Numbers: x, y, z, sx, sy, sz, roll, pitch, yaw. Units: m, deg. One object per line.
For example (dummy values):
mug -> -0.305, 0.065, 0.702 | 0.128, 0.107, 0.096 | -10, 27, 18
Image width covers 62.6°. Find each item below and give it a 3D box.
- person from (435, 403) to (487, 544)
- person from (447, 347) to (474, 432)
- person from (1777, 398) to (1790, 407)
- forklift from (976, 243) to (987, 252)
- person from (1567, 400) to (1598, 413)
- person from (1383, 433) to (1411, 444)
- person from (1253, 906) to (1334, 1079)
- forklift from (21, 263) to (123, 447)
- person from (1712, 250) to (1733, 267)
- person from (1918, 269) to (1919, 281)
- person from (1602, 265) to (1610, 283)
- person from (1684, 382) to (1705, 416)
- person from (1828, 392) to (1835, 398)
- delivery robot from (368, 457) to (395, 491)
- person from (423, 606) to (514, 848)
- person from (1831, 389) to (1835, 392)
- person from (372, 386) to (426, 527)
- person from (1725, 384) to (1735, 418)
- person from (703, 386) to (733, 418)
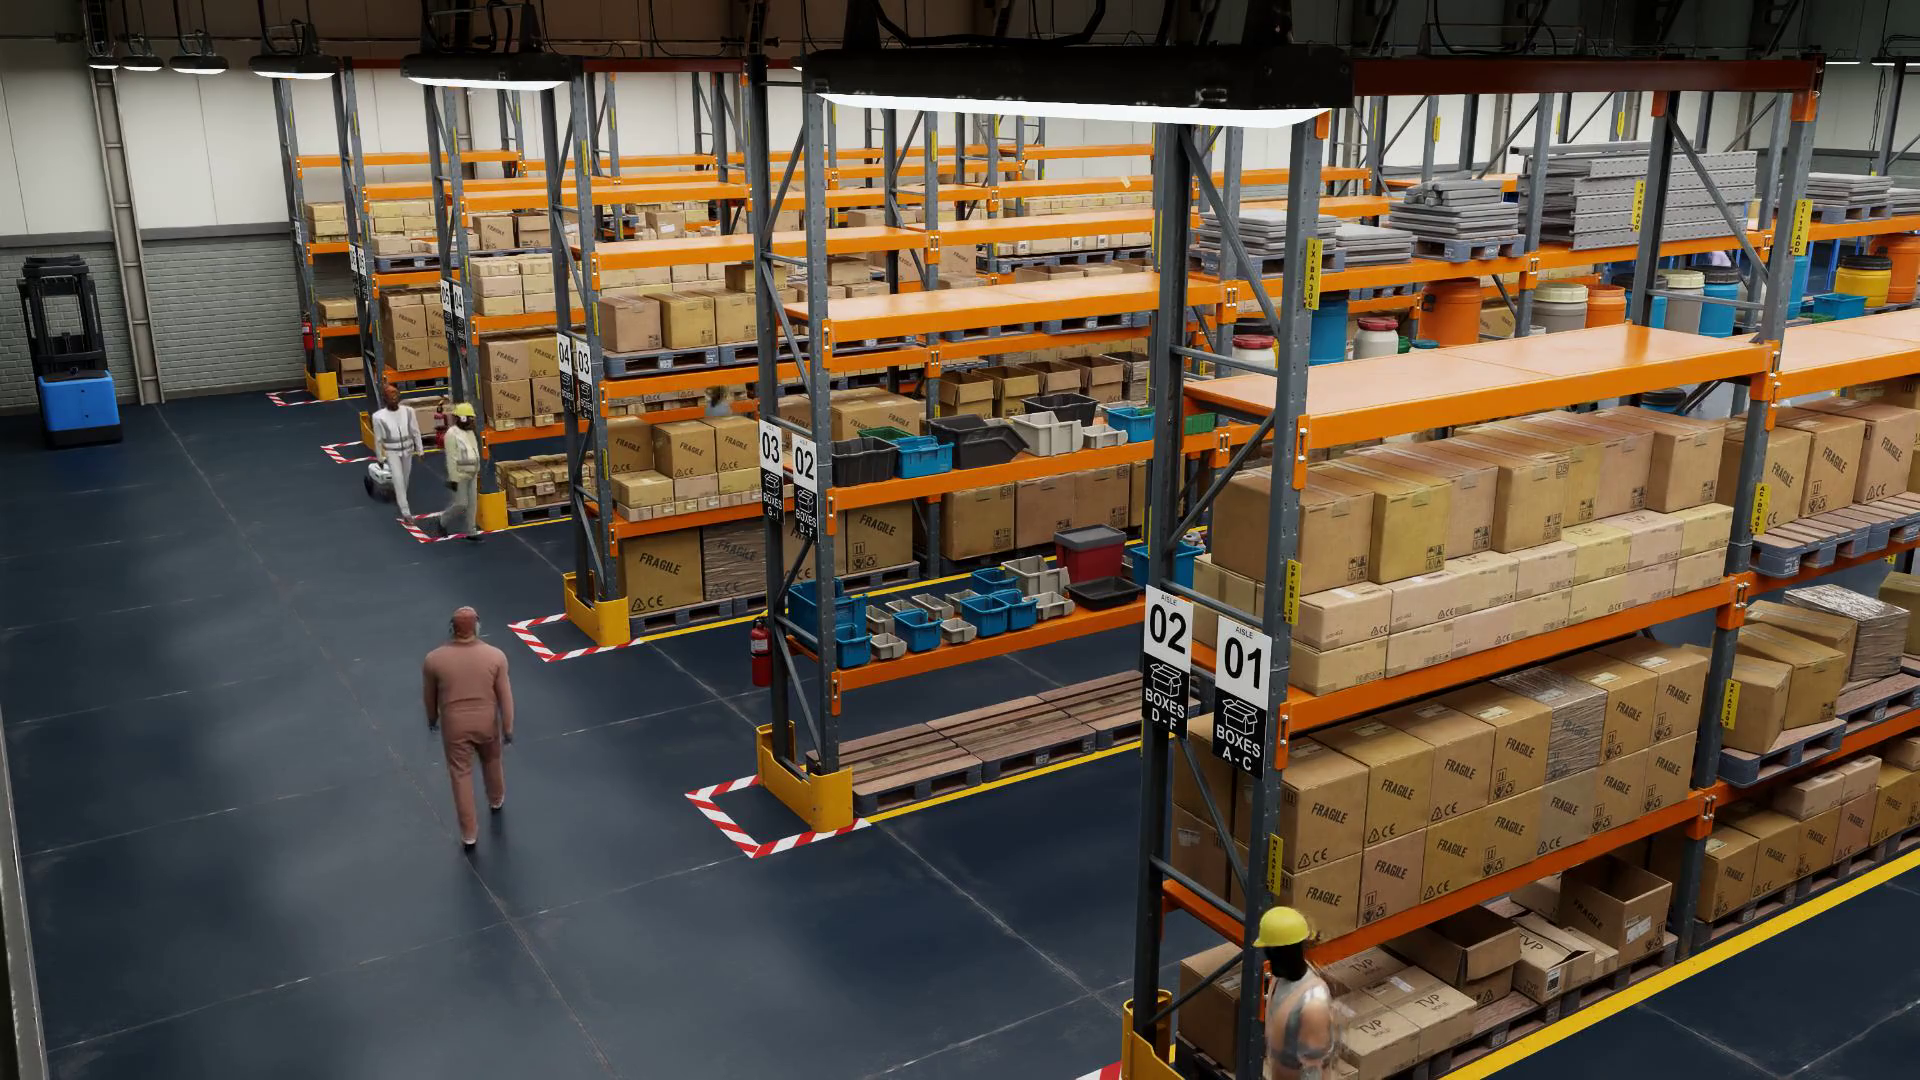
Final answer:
person -> -6.385, -0.846, 20.131 | 0.587, 1.804, 0.624 | 4, 17, 13
person -> -7.310, -2.022, 23.677 | 0.646, 1.973, 1.078 | -1, 17, -4
person -> 11.179, -1.426, 21.823 | 0.531, 1.921, 0.577 | -9, 19, -28
forklift -> 0.988, -5.474, 34.718 | 1.214, 2.155, 2.313 | -10, 20, -31
person -> 10.282, -2.504, 25.831 | 0.891, 1.647, 0.539 | 9, 19, 28
person -> 5.692, -0.949, 20.632 | 0.924, 1.711, 0.526 | -10, 19, -29
person -> 1.793, 2.777, 8.139 | 0.844, 1.872, 0.632 | -4, 17, -12
forklift -> -14.518, -3.079, 25.708 | 1.129, 2.768, 1.873 | -10, 20, -31
person -> 18.619, -6.527, 38.706 | 0.693, 1.858, 1.027 | -10, 20, -30
person -> 20.038, -4.893, 33.303 | 0.590, 1.857, 0.910 | 11, 20, 31
person -> 13.167, -4.724, 32.628 | 0.585, 1.926, 0.609 | -1, 17, -4
person -> 12.862, -3.050, 27.488 | 0.529, 1.722, 0.878 | 13, 21, 36
person -> 12.817, -1.632, 22.985 | 0.513, 1.640, 0.309 | -2, 17, -6
delivery robot -> -8.157, -0.935, 22.445 | 0.477, 0.478, 0.707 | -11, 20, -33
person -> -3.905, 1.426, 12.589 | 0.661, 1.862, 0.968 | -5, 18, -17
person -> 13.845, -2.291, 24.695 | 0.409, 1.907, 0.651 | -2, 17, -5
person -> -7.516, -1.161, 21.115 | 0.575, 1.842, 0.981 | -13, 21, -37
person -> 13.502, -2.828, 26.983 | 0.848, 1.601, 0.520 | -11, 20, -31
person -> -3.168, -1.195, 21.084 | 0.689, 1.921, 0.633 | -12, 21, -34
